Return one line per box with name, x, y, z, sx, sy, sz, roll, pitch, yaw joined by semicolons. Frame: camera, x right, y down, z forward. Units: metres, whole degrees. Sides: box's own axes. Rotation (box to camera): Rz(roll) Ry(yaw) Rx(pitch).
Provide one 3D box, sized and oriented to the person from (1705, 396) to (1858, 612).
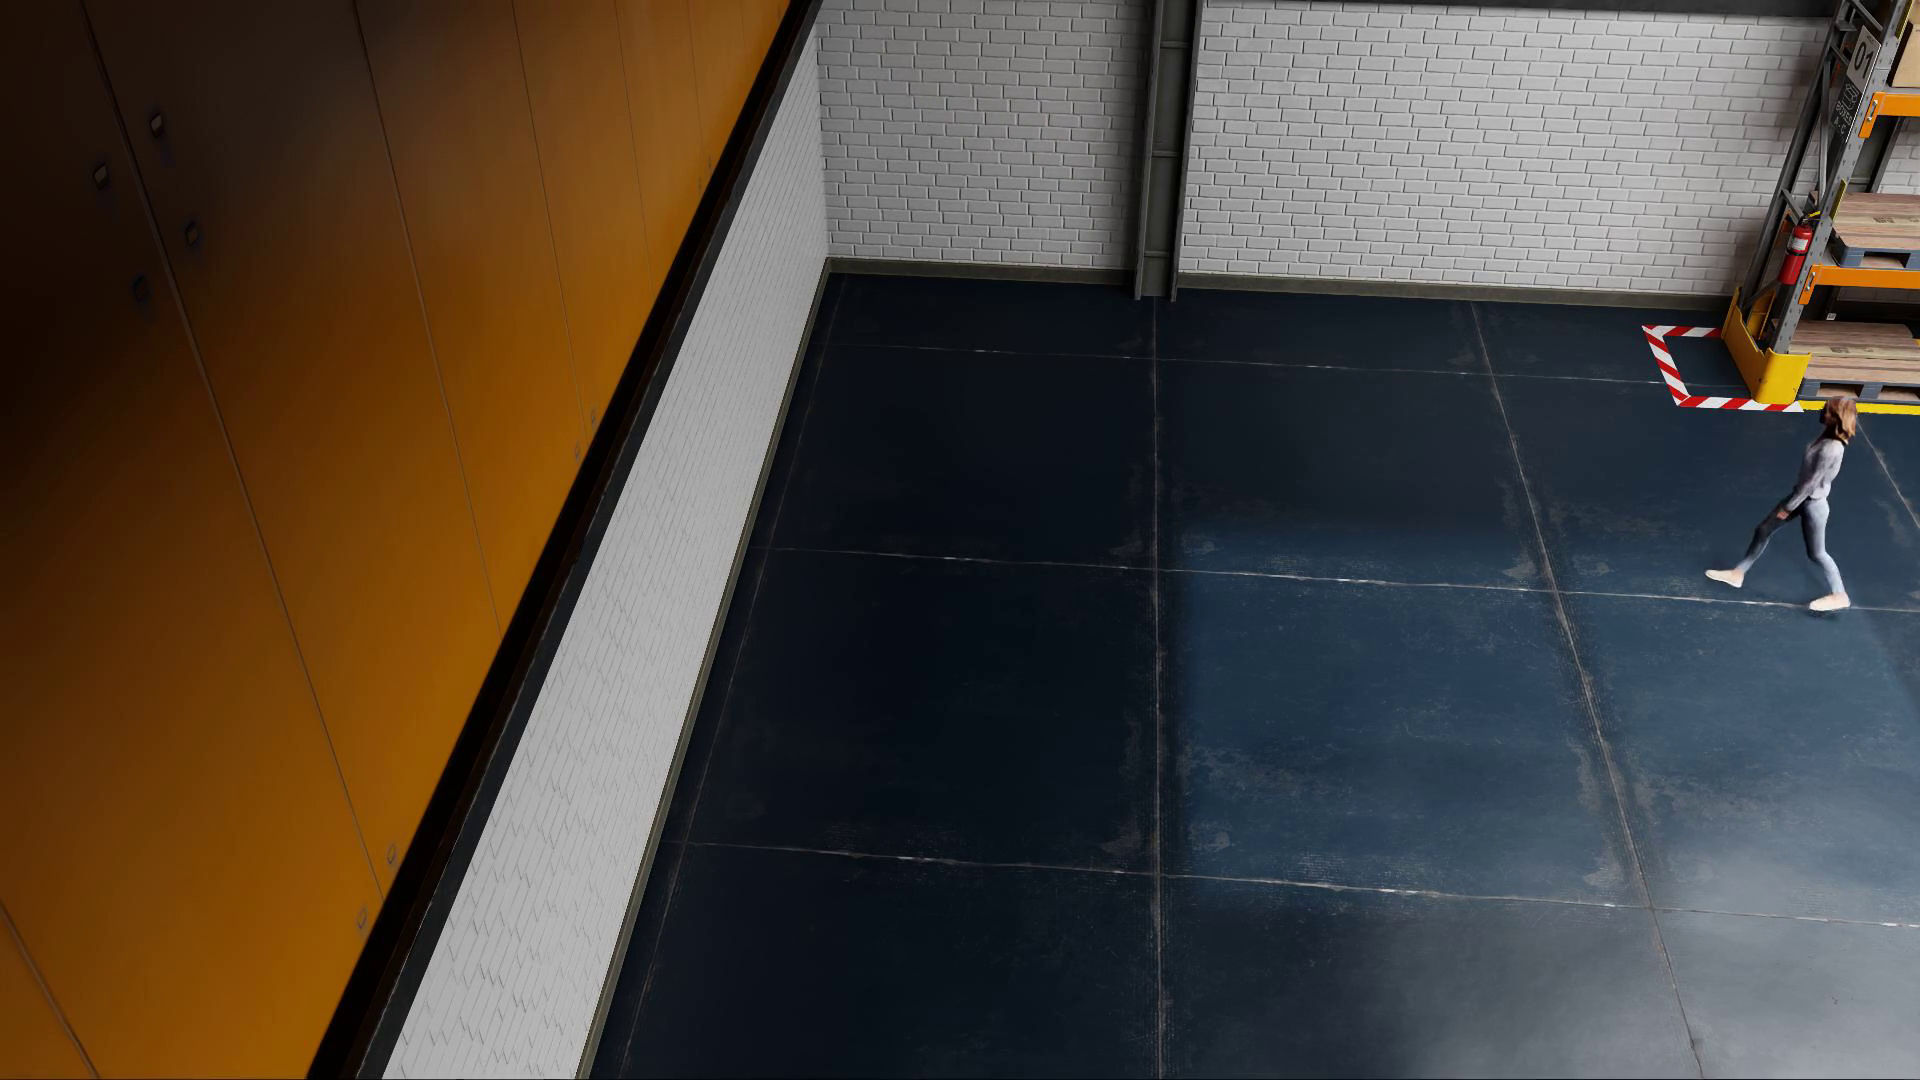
person;6.130;-0.196;11.839;1.278;1.746;0.862;15;41;18
